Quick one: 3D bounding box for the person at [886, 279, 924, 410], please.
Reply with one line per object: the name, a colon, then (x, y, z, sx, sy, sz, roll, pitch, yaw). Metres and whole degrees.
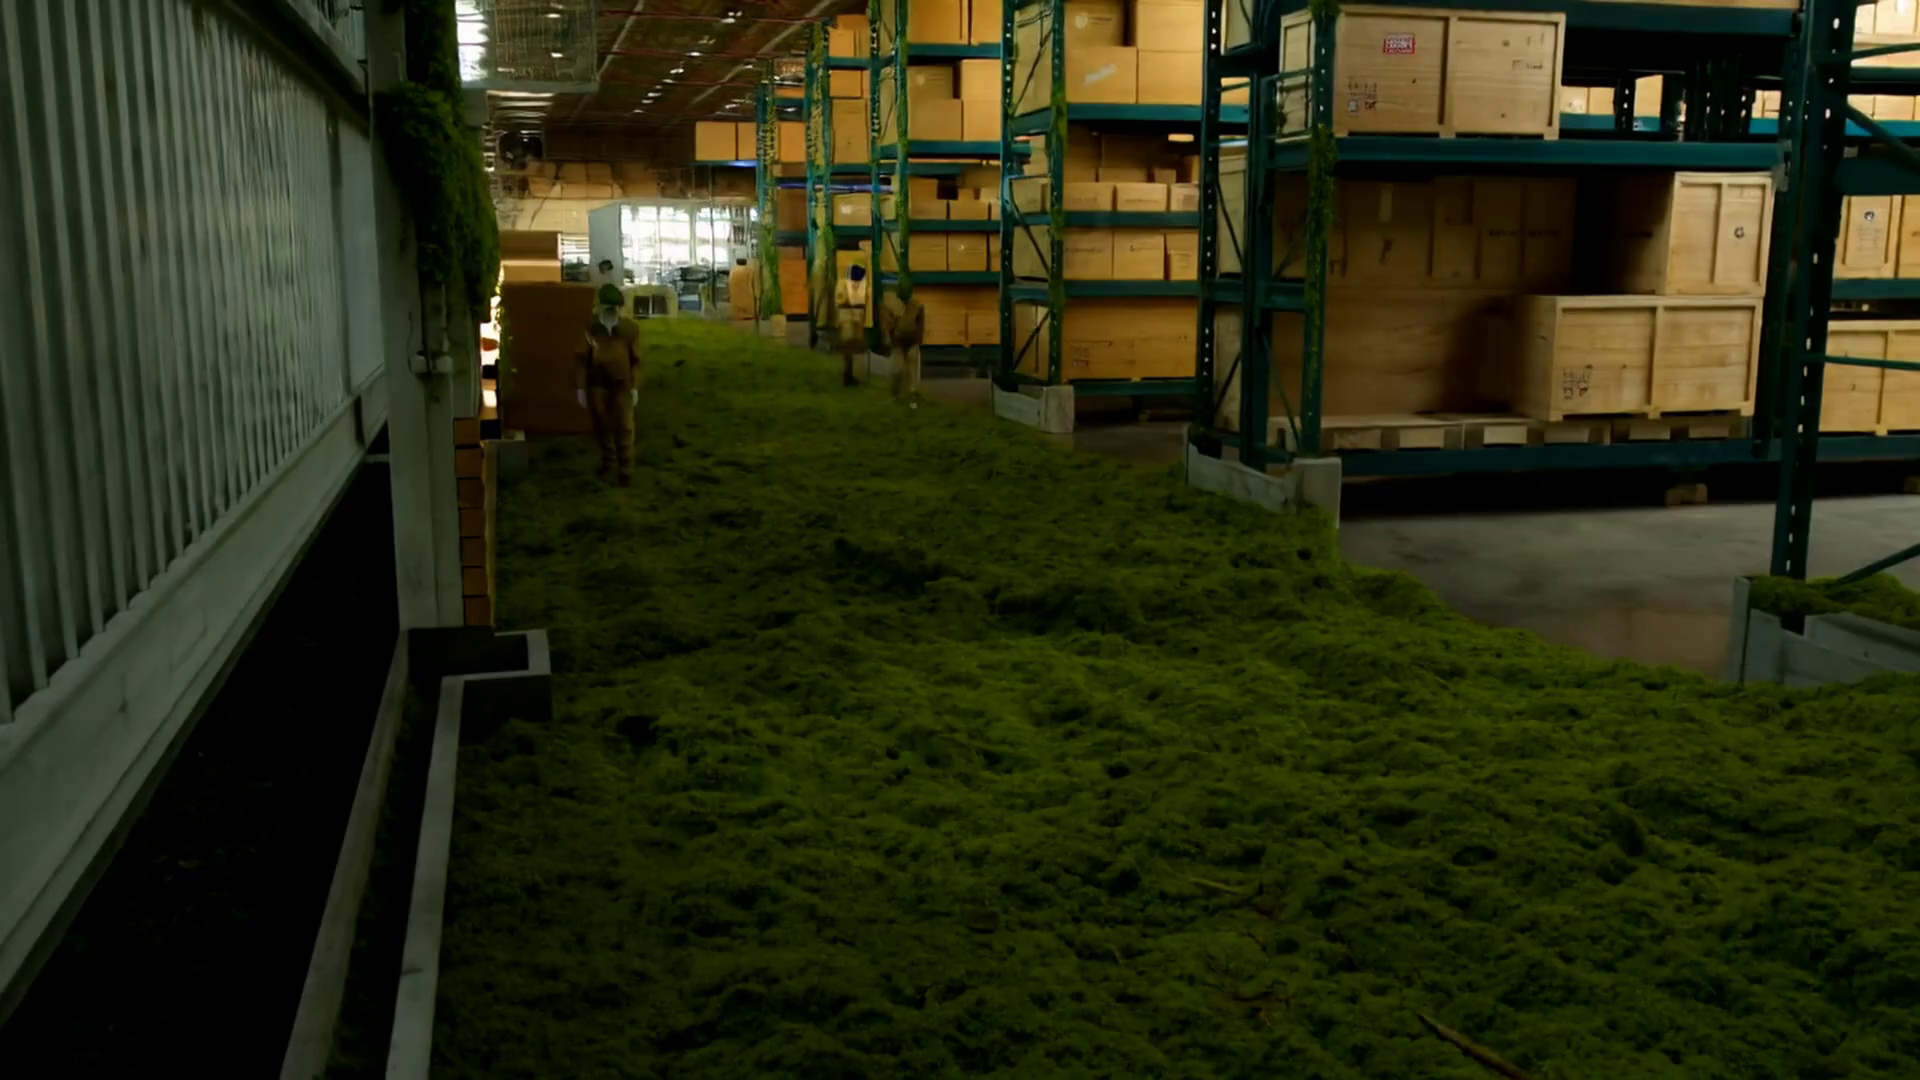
person: (-0.701, -2.437, 20.738, 0.518, 1.618, 0.583, -3, 10, -16)

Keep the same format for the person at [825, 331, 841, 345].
person: (-2.645, -4.855, 33.845, 0.552, 1.822, 0.653, -4, 11, -22)

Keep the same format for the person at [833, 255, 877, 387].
person: (-1.487, -3.161, 24.081, 0.552, 1.886, 0.919, -8, 13, -37)

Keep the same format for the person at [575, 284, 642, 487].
person: (-2.988, -1.318, 14.175, 0.565, 1.702, 0.913, -3, 10, -14)

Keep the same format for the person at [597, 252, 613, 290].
person: (-12.499, -9.194, 58.399, 0.632, 1.829, 0.465, -9, 13, -41)
